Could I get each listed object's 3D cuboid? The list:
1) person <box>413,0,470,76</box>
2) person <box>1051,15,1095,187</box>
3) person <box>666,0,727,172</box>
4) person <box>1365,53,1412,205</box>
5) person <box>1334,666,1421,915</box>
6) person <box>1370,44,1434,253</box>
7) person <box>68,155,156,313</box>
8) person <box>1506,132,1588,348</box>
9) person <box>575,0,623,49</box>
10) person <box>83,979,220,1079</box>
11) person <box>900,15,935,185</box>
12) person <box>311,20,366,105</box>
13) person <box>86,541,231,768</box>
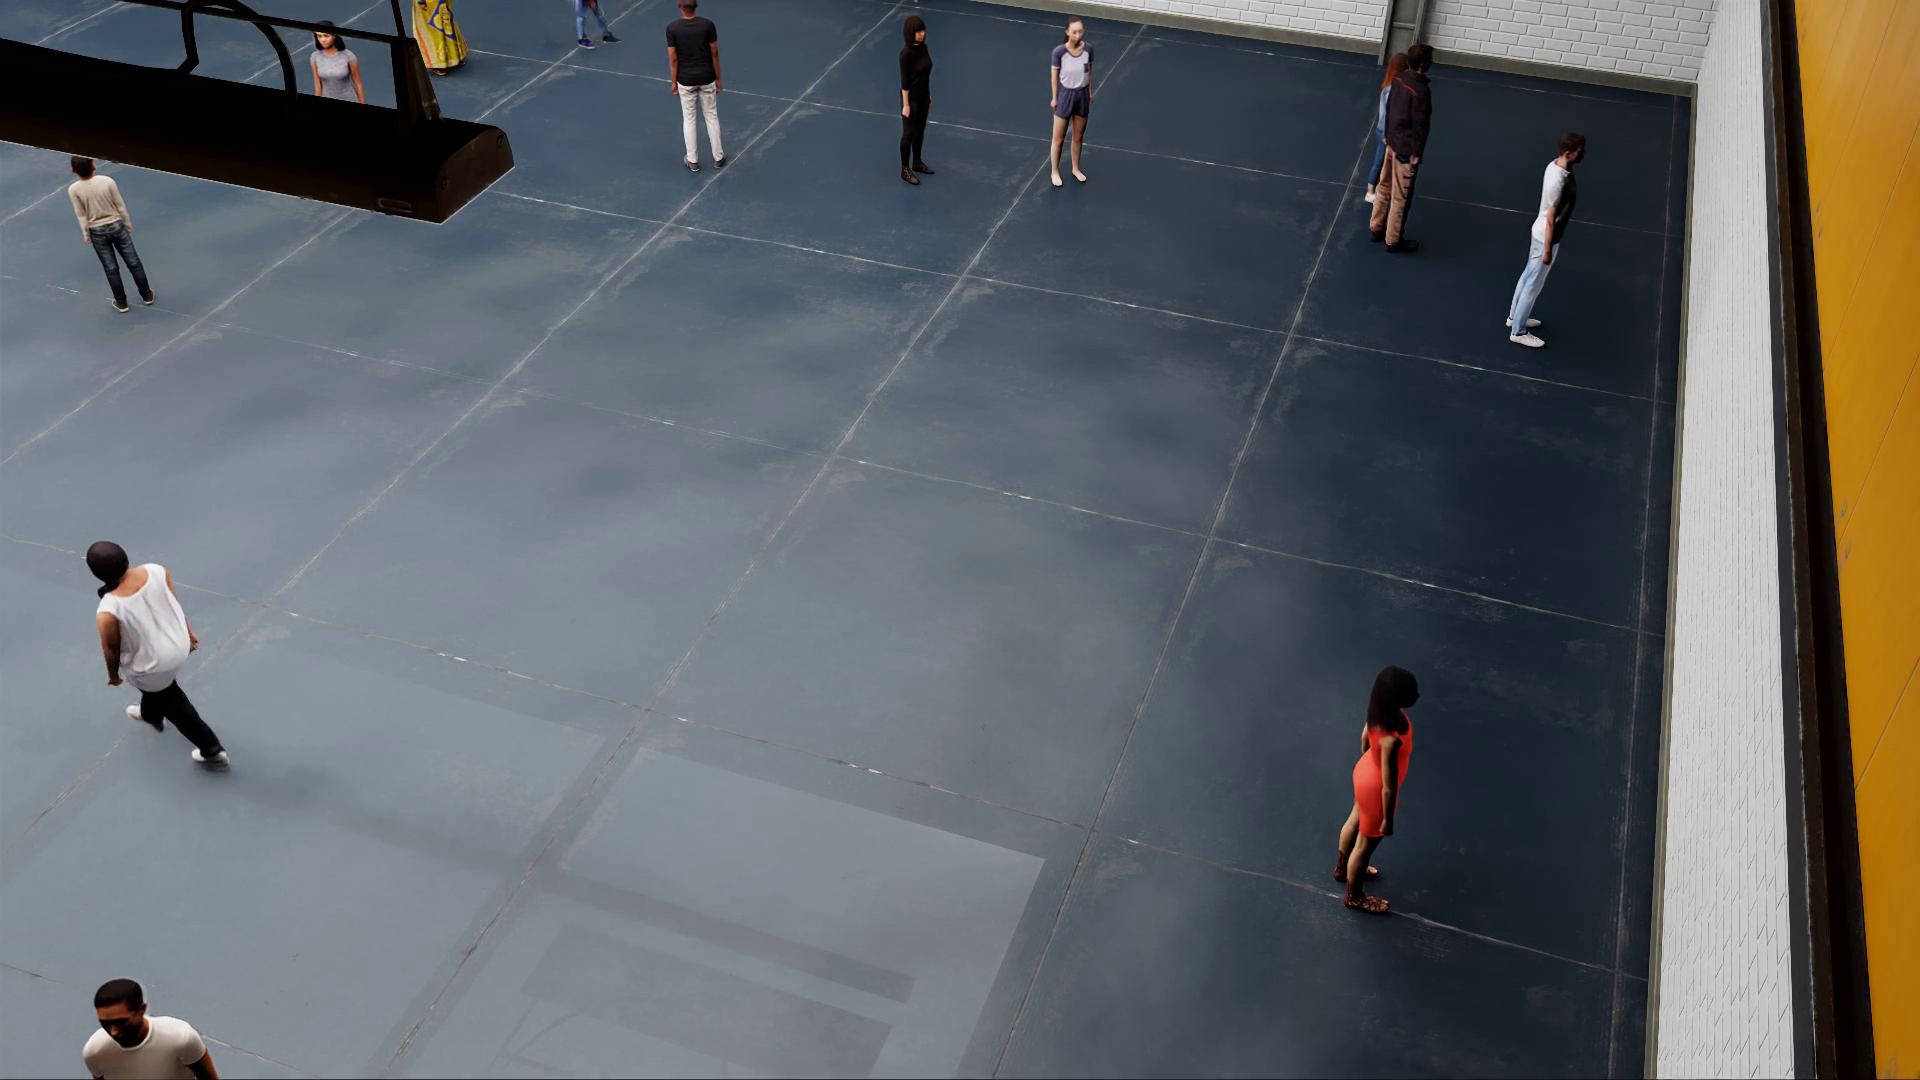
[{"bbox_3d":[-5.811,-5.997,18.313,0.816,1.660,0.887,18,42,21],"label":"person"},{"bbox_3d":[1.074,-4.272,16.161,0.661,1.651,0.731,-14,41,-17],"label":"person"},{"bbox_3d":[-2.590,-4.508,16.333,0.730,1.805,0.822,-10,40,-12],"label":"person"},{"bbox_3d":[4.085,-3.928,15.871,0.531,1.475,0.579,18,42,22],"label":"person"},{"bbox_3d":[2.267,1.348,9.068,0.639,1.719,0.658,-1,39,-1],"label":"person"},{"bbox_3d":[4.007,-3.551,15.038,0.827,1.925,0.794,-12,40,-14],"label":"person"},{"bbox_3d":[-7.323,-2.655,14.284,0.637,1.465,0.678,-22,44,-25],"label":"person"},{"bbox_3d":[4.862,-2.517,13.804,0.564,1.851,0.680,9,39,11],"label":"person"},{"bbox_3d":[-4.313,-6.196,18.902,0.709,1.237,0.523,11,40,13],"label":"person"},{"bbox_3d":[-3.533,2.568,7.473,0.662,1.804,0.773,-8,39,-10],"label":"person"},{"bbox_3d":[-0.444,-4.316,16.224,0.579,1.641,0.637,23,44,26],"label":"person"},{"bbox_3d":[-5.843,-4.060,15.792,0.605,1.781,0.721,-5,39,-6],"label":"person"},{"bbox_3d":[-4.774,0.716,9.918,1.051,1.647,0.649,13,40,15],"label":"person"}]
